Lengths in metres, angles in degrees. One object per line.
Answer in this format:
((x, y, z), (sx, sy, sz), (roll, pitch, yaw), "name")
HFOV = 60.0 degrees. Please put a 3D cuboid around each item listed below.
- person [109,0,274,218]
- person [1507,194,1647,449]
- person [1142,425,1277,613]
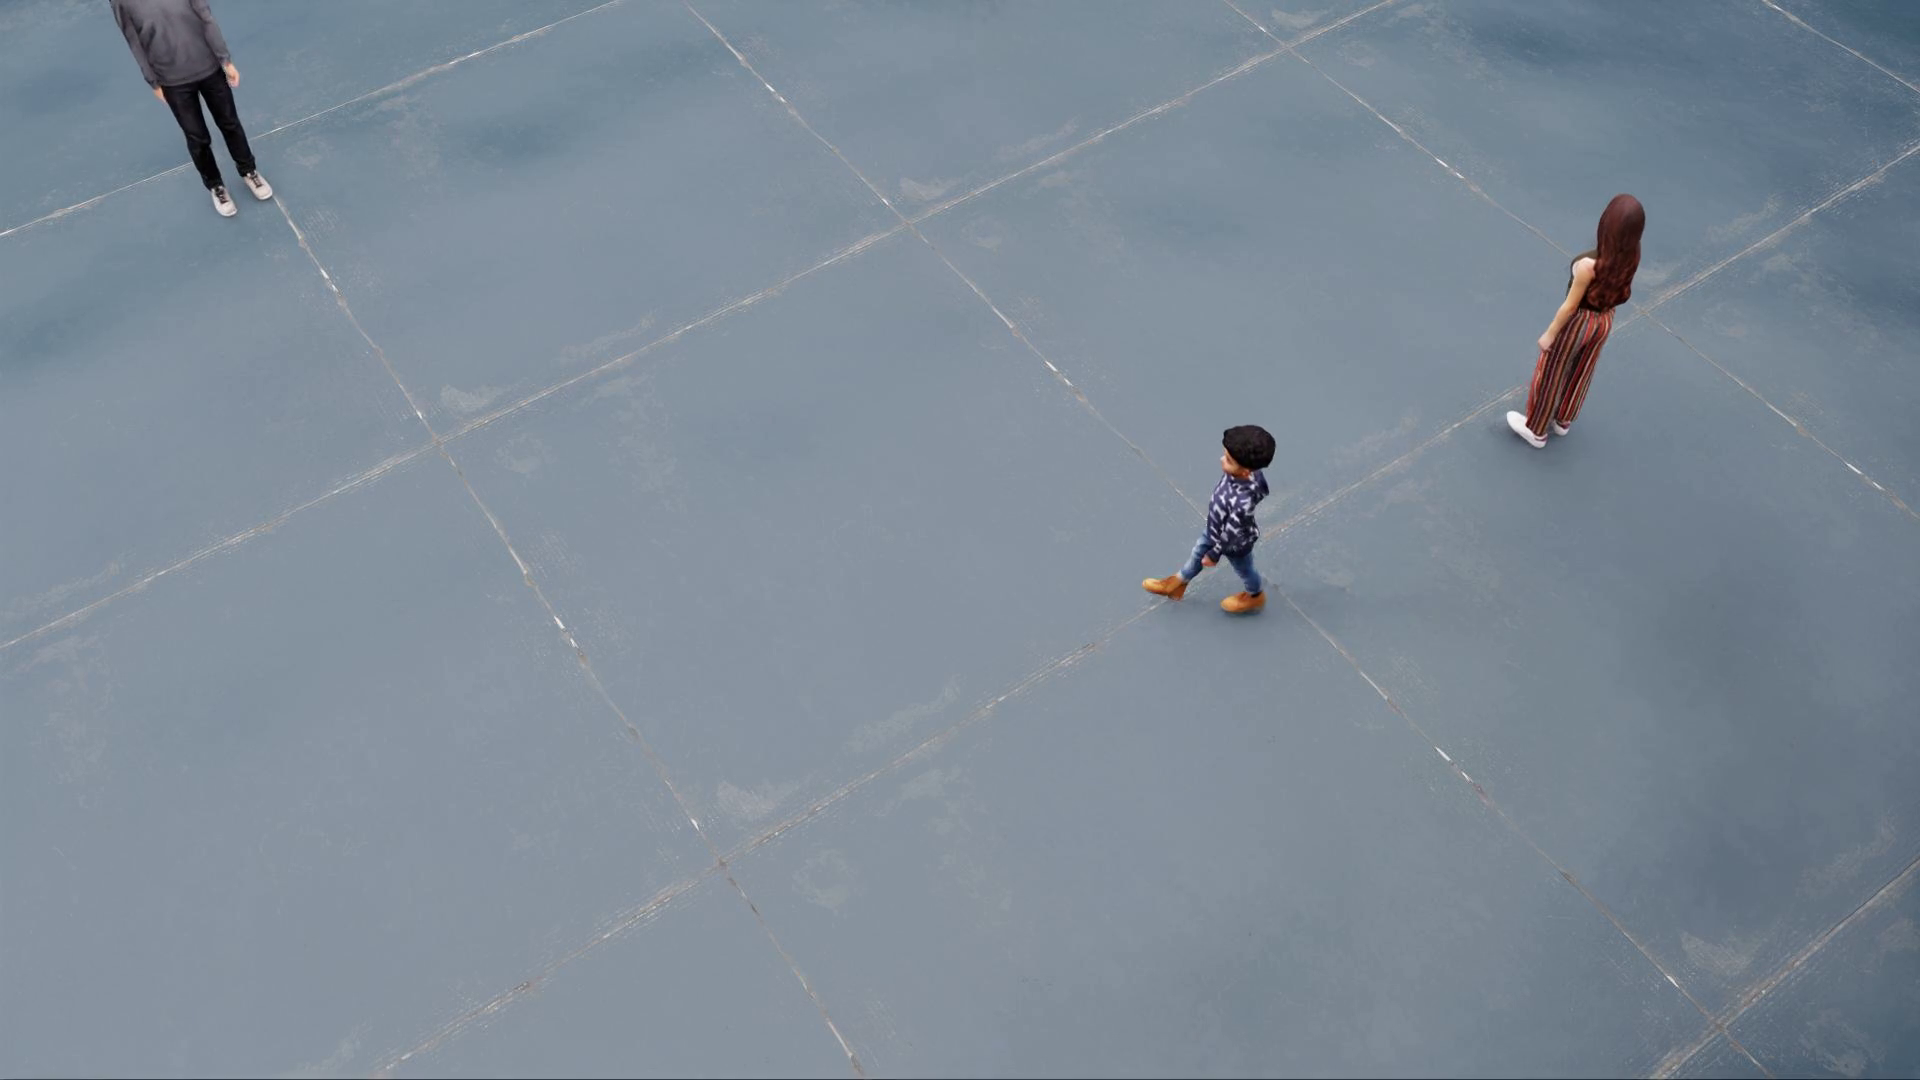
((-4.343, -2.674, 9.371), (0.626, 1.757, 0.578), (-30, 58, -21), "person")
((3.095, -1.081, 8.262), (0.578, 1.561, 0.545), (-22, 55, -16), "person")
((1.308, -0.053, 7.679), (0.815, 1.223, 0.842), (-3, 52, -2), "person")
